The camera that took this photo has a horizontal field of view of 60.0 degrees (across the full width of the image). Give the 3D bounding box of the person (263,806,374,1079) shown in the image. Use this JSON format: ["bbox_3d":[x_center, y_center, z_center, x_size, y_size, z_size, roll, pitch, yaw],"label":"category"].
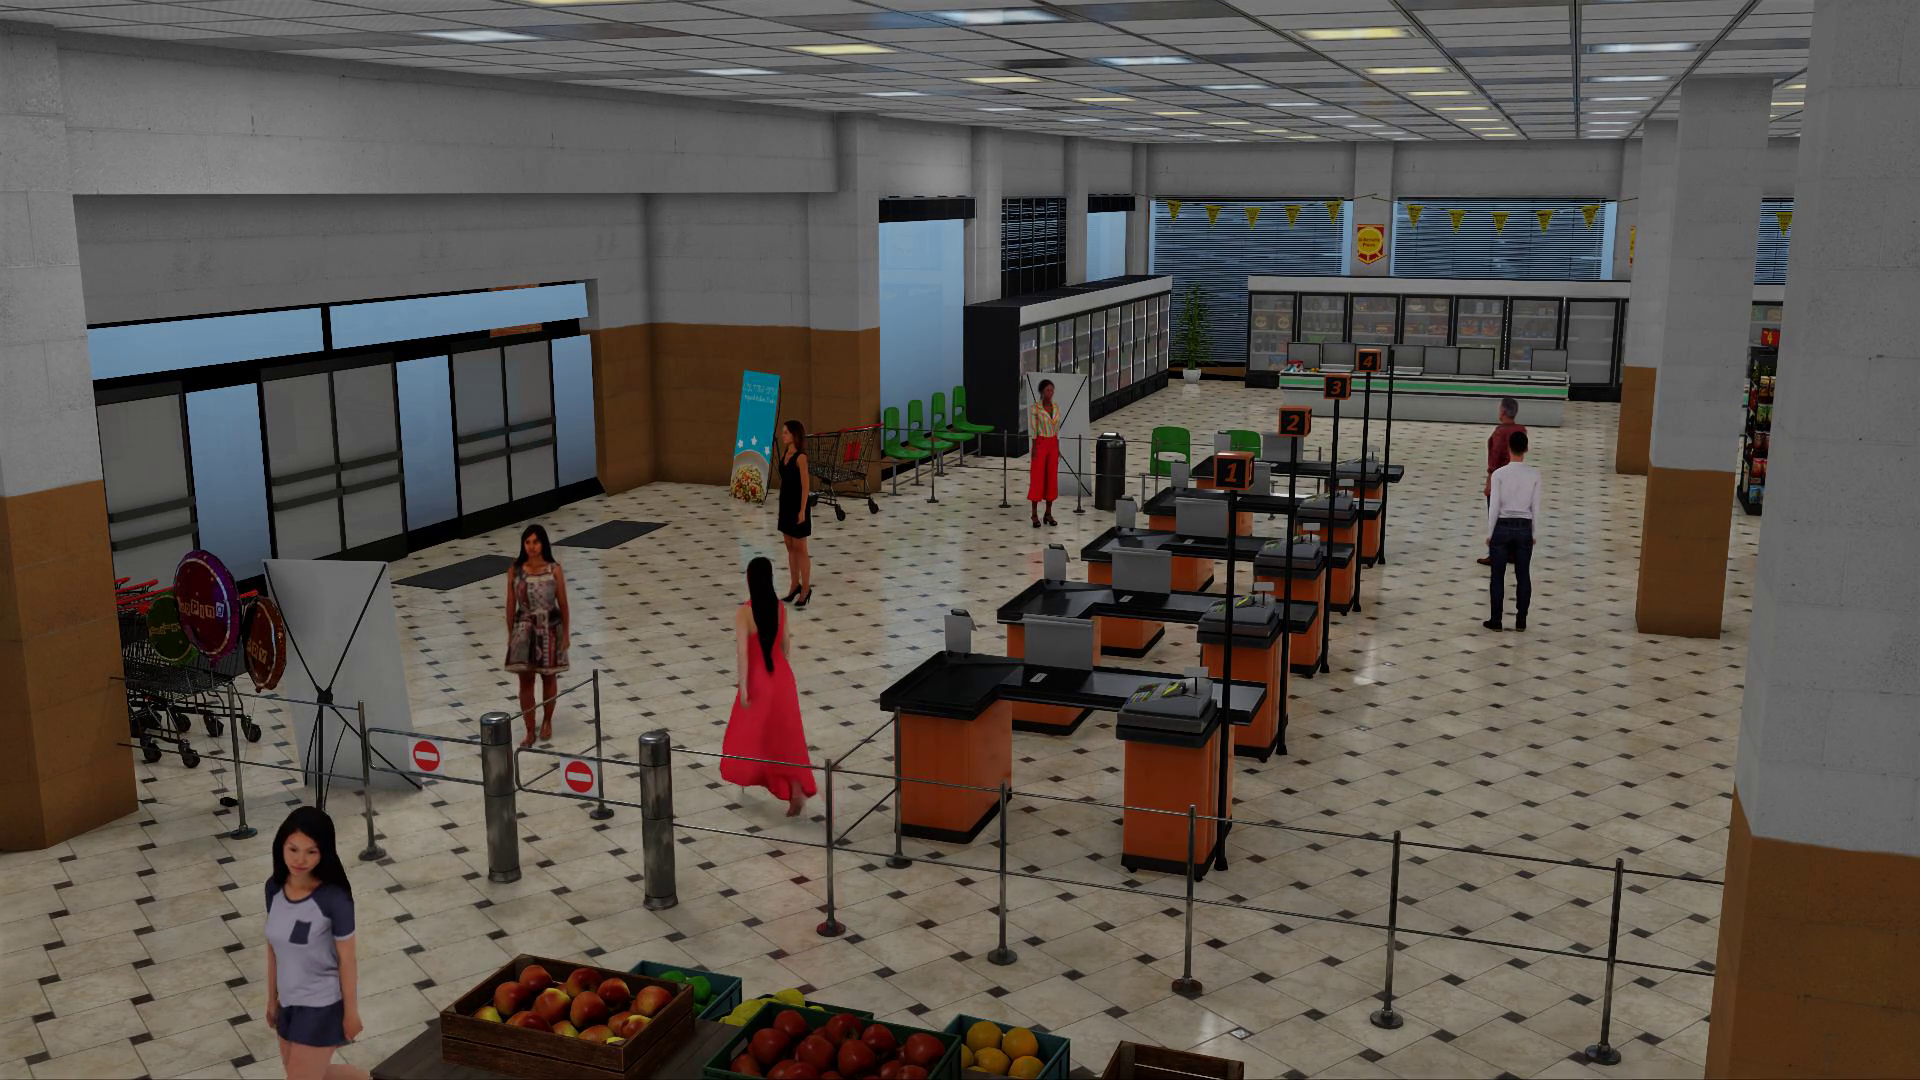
[{"bbox_3d":[-2.534,1.851,6.700,0.950,1.672,0.805,8,14,32],"label":"person"}]

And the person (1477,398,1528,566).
[{"bbox_3d":[5.943,-0.641,18.144,0.756,1.831,0.772,-8,14,-33],"label":"person"}]

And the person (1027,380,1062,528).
[{"bbox_3d":[1.030,-1.052,20.192,0.679,1.793,0.724,-7,14,-29],"label":"person"}]

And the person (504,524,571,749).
[{"bbox_3d":[-3.123,0.677,12.371,0.874,1.631,0.898,-2,12,-9],"label":"person"}]

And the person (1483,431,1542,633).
[{"bbox_3d":[5.109,-0.079,15.388,0.610,1.868,0.745,1,12,3],"label":"person"}]

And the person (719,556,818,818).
[{"bbox_3d":[-1.200,0.996,10.751,0.999,1.674,1.189,-10,16,-41],"label":"person"}]

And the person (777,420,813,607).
[{"bbox_3d":[-1.624,-0.264,16.346,0.725,1.834,0.628,-9,15,-37],"label":"person"}]
